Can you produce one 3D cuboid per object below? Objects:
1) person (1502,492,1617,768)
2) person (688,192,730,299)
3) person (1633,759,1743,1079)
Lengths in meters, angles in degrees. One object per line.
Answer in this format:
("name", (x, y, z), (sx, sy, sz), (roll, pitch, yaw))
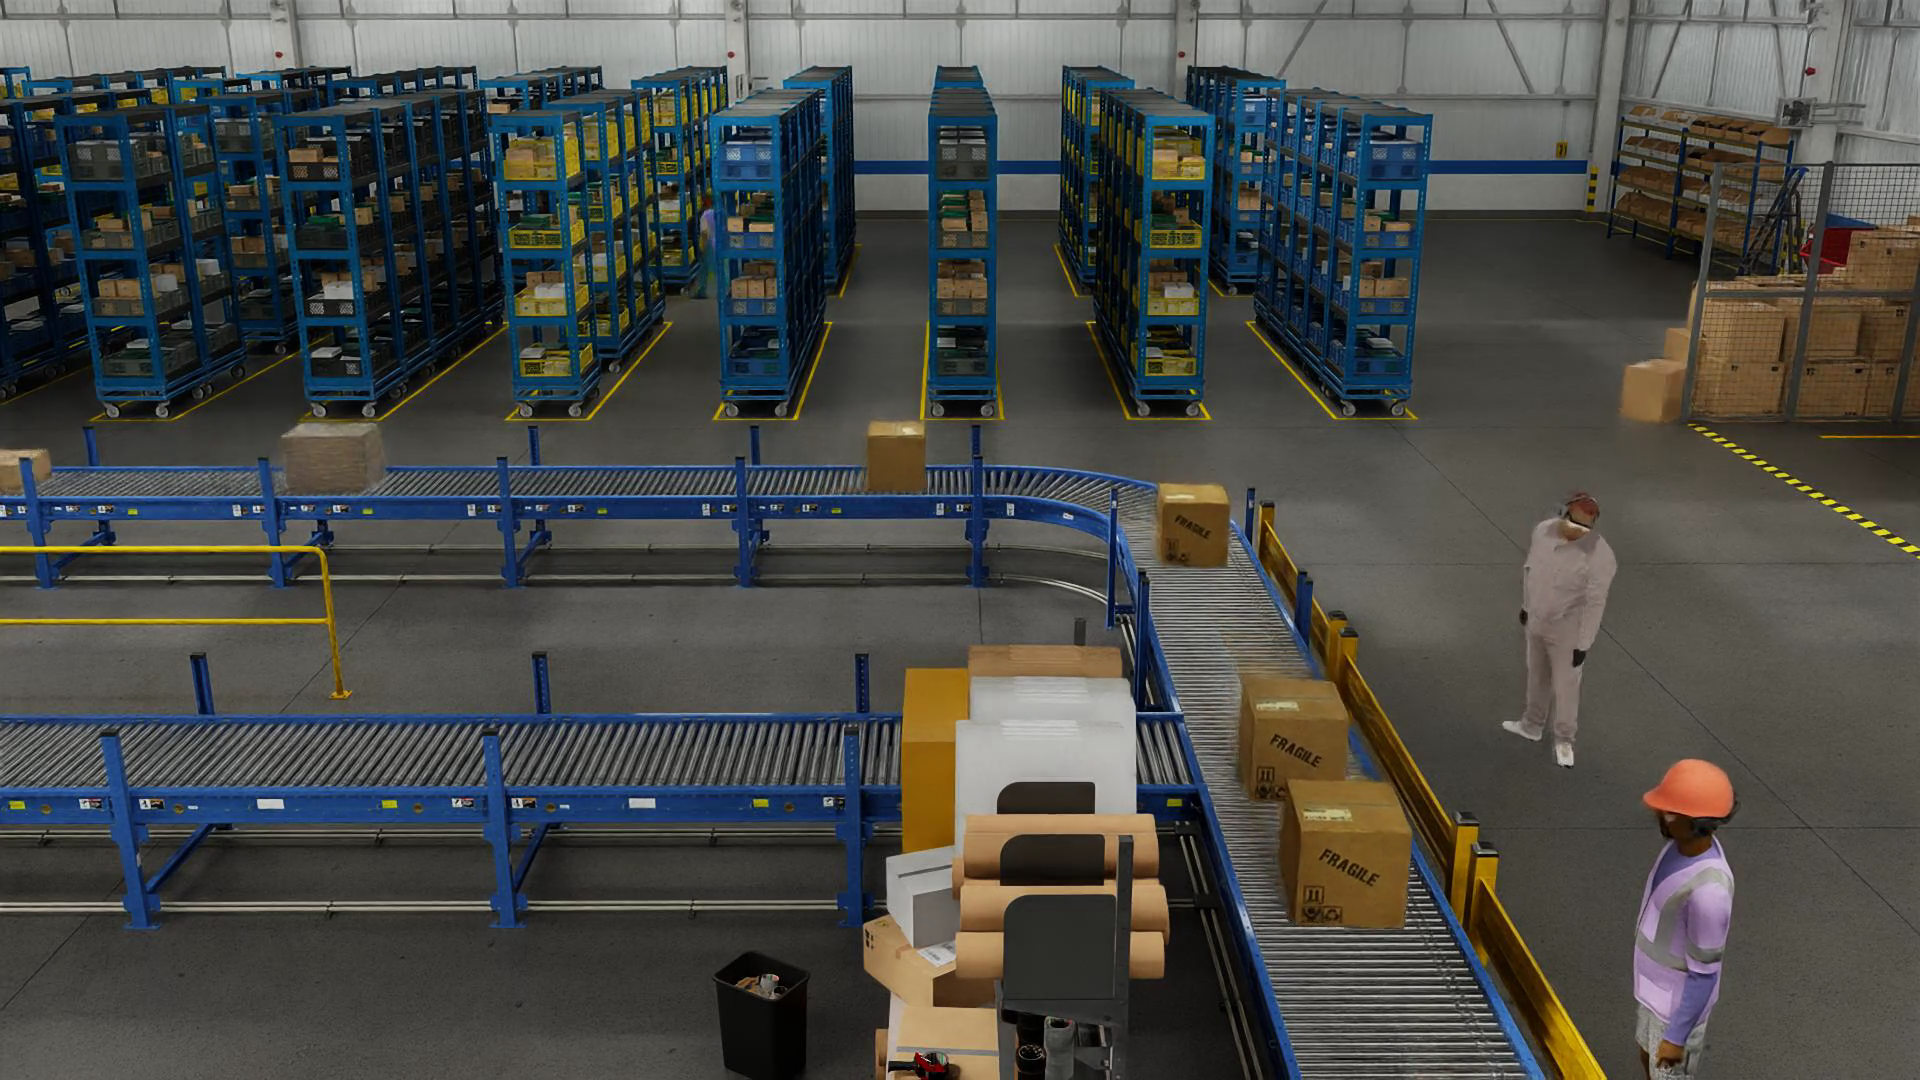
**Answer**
("person", (3.883, 0.540, 10.963), (0.399, 1.875, 0.789), (-9, 20, -25))
("person", (-4.123, -4.893, 27.781), (0.903, 1.815, 0.576), (3, 18, 9))
("person", (2.856, 1.822, 6.722), (0.368, 2.047, 0.606), (4, 18, 11))
